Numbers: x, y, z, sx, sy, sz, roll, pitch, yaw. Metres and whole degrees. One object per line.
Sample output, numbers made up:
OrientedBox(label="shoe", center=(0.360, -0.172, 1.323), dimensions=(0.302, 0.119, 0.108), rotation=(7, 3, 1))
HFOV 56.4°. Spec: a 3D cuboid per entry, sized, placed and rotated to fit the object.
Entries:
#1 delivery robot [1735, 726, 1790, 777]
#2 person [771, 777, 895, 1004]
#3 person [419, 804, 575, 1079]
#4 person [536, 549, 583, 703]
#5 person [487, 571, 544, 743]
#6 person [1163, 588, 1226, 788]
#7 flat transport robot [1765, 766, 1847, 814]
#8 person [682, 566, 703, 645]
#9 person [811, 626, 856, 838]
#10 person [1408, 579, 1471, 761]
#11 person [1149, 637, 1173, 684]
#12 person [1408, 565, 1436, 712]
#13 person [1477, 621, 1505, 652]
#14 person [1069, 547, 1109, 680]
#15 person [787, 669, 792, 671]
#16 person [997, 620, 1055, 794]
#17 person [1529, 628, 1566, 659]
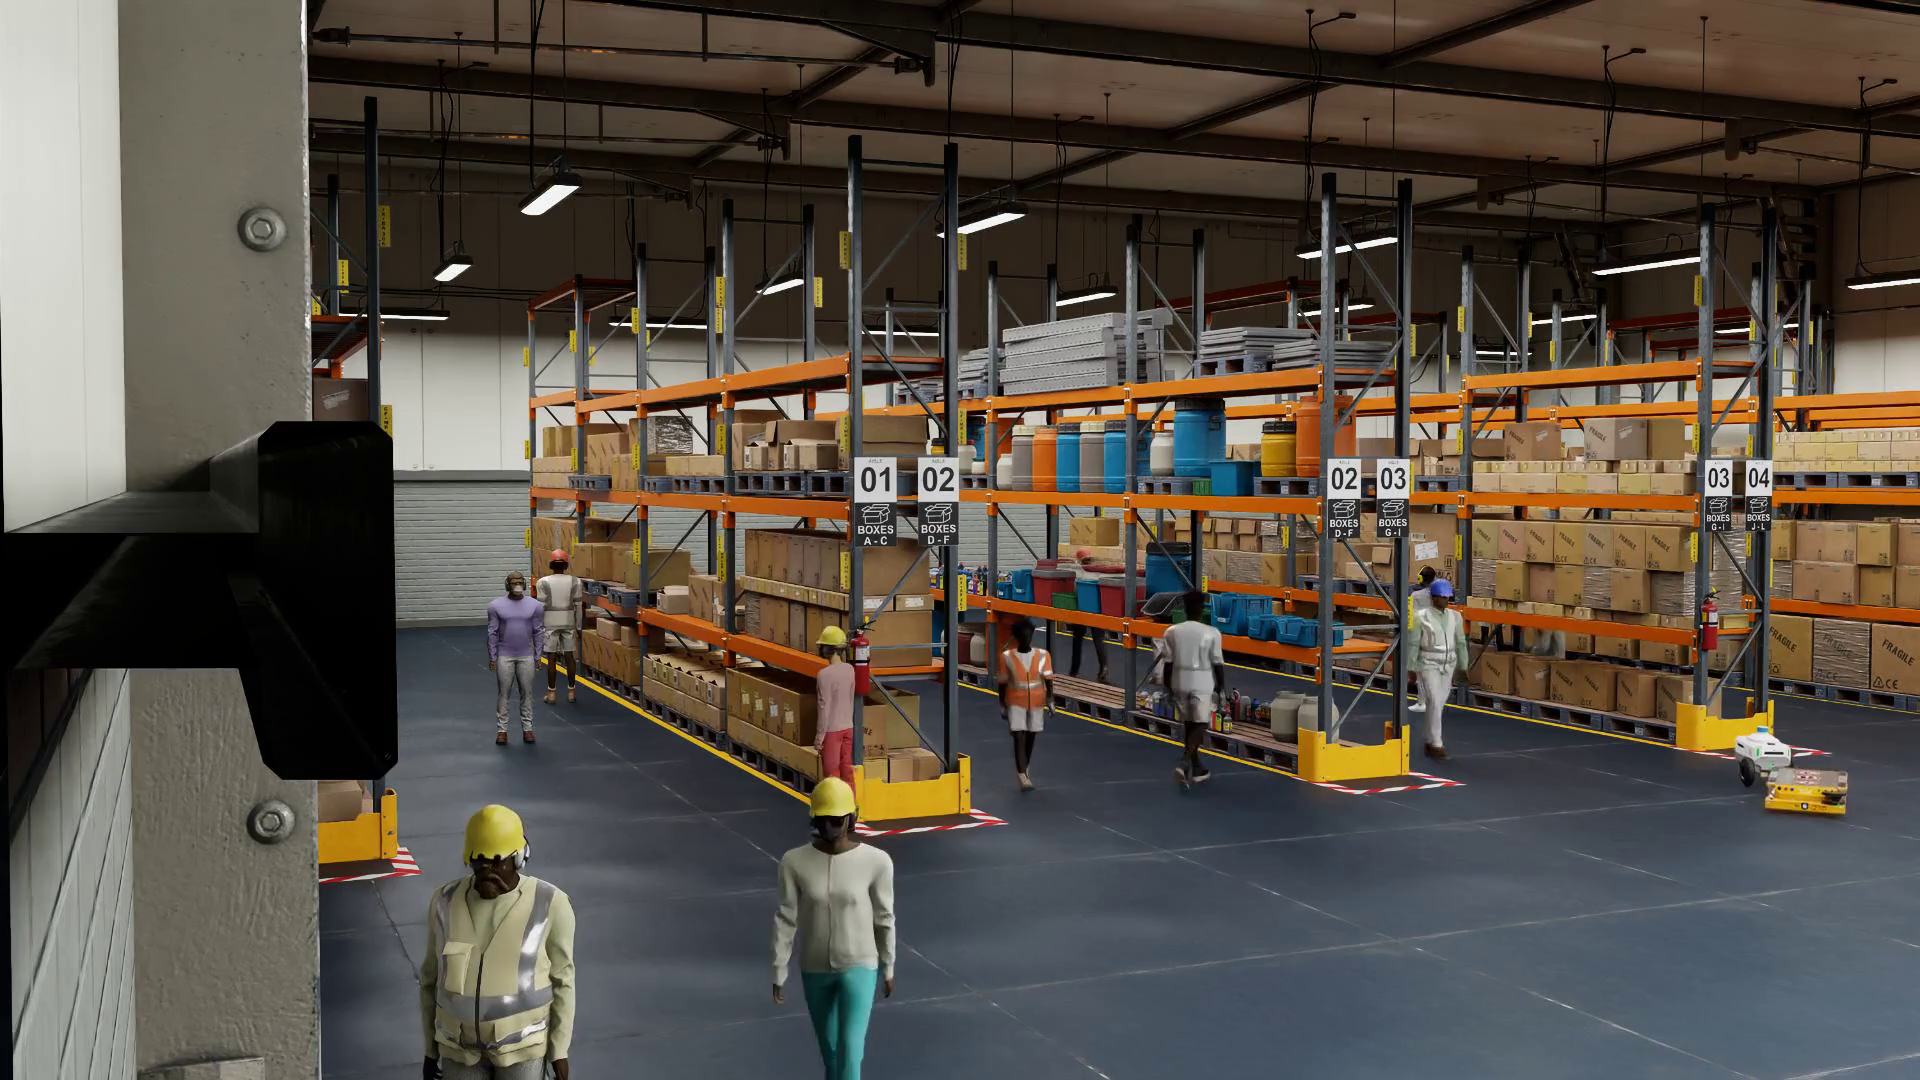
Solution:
OrientedBox(label="delivery robot", center=(7.923, 2.081, 17.696), dimensions=(0.477, 0.478, 0.707), rotation=(0, 2, 7))
OrientedBox(label="person", center=(-0.558, 1.902, 8.074), dimensions=(0.538, 1.719, 0.911), rotation=(0, 2, 8))
OrientedBox(label="person", center=(-1.755, 1.900, 6.763), dimensions=(0.589, 1.826, 0.403), rotation=(0, 2, 3))
OrientedBox(label="person", center=(-5.333, 1.138, 23.817), dimensions=(0.620, 2.040, 0.385), rotation=(-1, 2, -25))
OrientedBox(label="person", center=(-5.037, 1.325, 20.307), dimensions=(0.629, 1.940, 0.372), rotation=(-1, 2, -17))
OrientedBox(label="person", center=(2.261, 1.434, 17.488), dimensions=(0.609, 1.938, 0.921), rotation=(1, 3, 31))
OrientedBox(label="flat transport robot", center=(7.863, 2.308, 16.623), dimensions=(0.652, 0.197, 1.431), rotation=(1, 2, 27))
OrientedBox(label="person", center=(-4.129, 1.201, 27.608), dimensions=(0.508, 1.615, 0.625), rotation=(-1, 2, -23))
OrientedBox(label="person", center=(-1.076, 1.610, 15.111), dimensions=(0.323, 1.766, 0.536), rotation=(1, 2, 27))
OrientedBox(label="person", center=(5.151, 1.379, 19.090), dimensions=(0.604, 1.914, 0.813), rotation=(-1, 2, -21))
OrientedBox(label="person", center=(2.977, 1.163, 25.942), dimensions=(0.641, 1.835, 0.430), rotation=(-1, 2, -20))
OrientedBox(label="person", center=(5.958, 1.259, 22.912), dimensions=(0.532, 1.871, 0.321), rotation=(-1, 2, -20))
OrientedBox(label="person", center=(8.536, 1.119, 28.765), dimensions=(0.541, 1.697, 0.316), rotation=(0, 2, 6))
OrientedBox(label="person", center=(1.893, 1.080, 26.413), dimensions=(0.624, 1.965, 0.928), rotation=(-1, 2, -15))
OrientedBox(label="person", center=(-2.218, 1.220, 24.923), dimensions=(0.593, 1.794, 0.968), rotation=(-1, 2, -17))
OrientedBox(label="person", center=(0.636, 1.585, 17.199), dimensions=(0.534, 1.642, 0.890), rotation=(0, 2, -11))
OrientedBox(label="person", center=(8.532, 1.172, 26.076), dimensions=(0.599, 1.805, 0.787), rotation=(-2, 3, -37))
